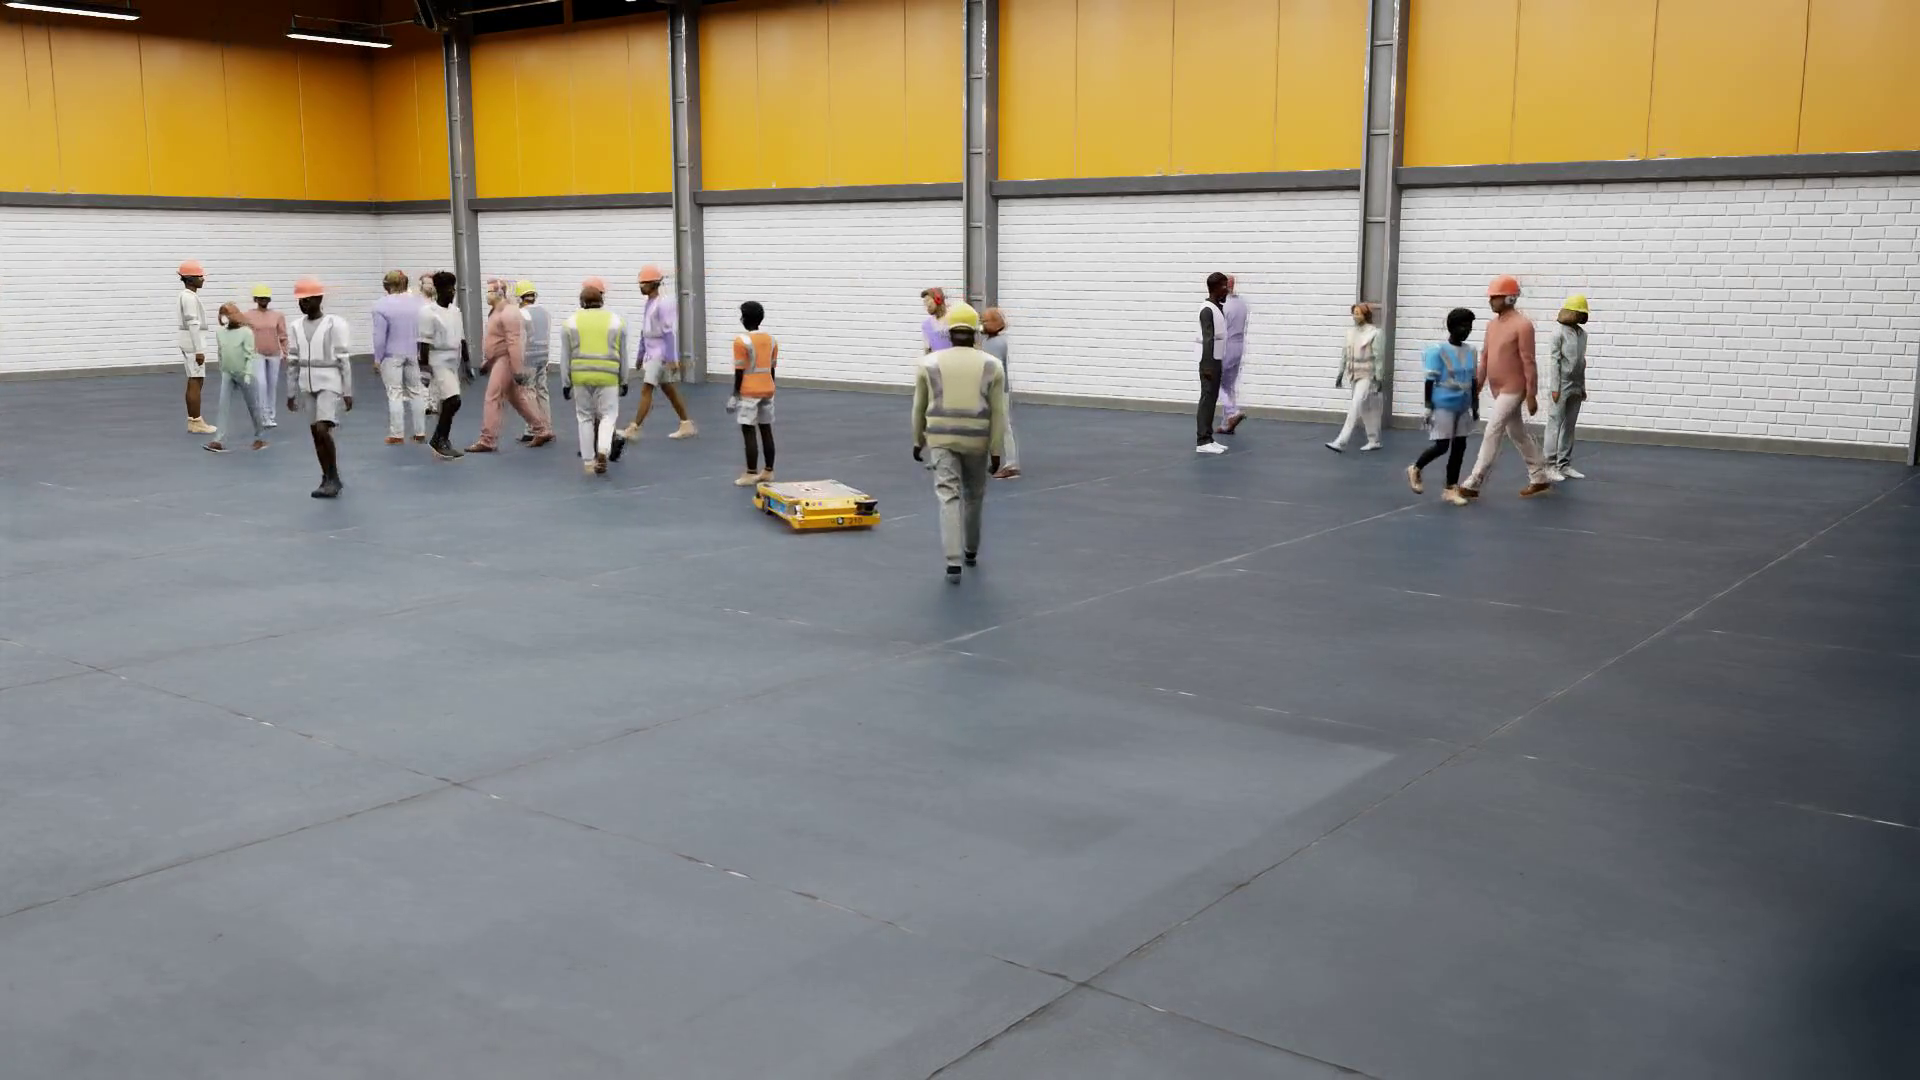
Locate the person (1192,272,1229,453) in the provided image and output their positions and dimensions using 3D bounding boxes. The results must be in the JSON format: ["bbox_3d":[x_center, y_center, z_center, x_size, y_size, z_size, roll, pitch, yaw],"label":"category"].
[{"bbox_3d":[2.687,-1.892,17.779,0.374,1.916,0.598,3,10,17],"label":"person"}]

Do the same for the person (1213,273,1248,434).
[{"bbox_3d":[3.112,-2.152,19.387,0.476,1.893,0.649,9,13,42],"label":"person"}]

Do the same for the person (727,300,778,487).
[{"bbox_3d":[-1.870,-1.327,15.137,0.318,1.696,0.540,6,12,33],"label":"person"}]

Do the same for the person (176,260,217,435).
[{"bbox_3d":[-8.976,-2.260,19.556,0.376,2.045,0.605,-6,11,-31],"label":"person"}]

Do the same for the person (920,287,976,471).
[{"bbox_3d":[-0.145,-1.555,16.199,0.790,1.790,0.637,-8,13,-39],"label":"person"}]

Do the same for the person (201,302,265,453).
[{"bbox_3d":[-7.719,-1.711,17.664,0.514,1.582,0.838,3,10,15],"label":"person"}]

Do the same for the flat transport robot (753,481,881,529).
[{"bbox_3d":[-1.167,-0.301,13.303,0.652,0.197,1.431,-4,10,-21],"label":"flat transport robot"}]

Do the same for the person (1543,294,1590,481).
[{"bbox_3d":[5.715,-1.431,15.606,0.486,1.742,0.302,-7,12,-35],"label":"person"}]

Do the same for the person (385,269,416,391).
[{"bbox_3d":[-8.646,-3.227,25.663,0.445,1.872,0.617,6,11,31],"label":"person"}]

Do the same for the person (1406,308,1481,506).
[{"bbox_3d":[4.084,-1.117,14.043,0.564,1.648,0.511,-5,11,-27],"label":"person"}]

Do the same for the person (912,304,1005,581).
[{"bbox_3d":[-0.011,-0.653,10.956,0.600,1.784,0.926,0,10,-3],"label":"person"}]

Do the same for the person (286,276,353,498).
[{"bbox_3d":[-5.556,-1.301,14.328,0.564,1.915,0.511,3,10,16],"label":"person"}]

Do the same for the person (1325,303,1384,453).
[{"bbox_3d":[4.218,-1.719,17.694,0.846,1.587,0.541,-5,11,-27],"label":"person"}]

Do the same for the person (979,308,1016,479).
[{"bbox_3d":[0.212,-1.352,15.537,0.749,1.606,0.506,-4,11,-23],"label":"person"}]

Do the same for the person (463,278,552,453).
[{"bbox_3d":[-4.880,-1.889,17.935,0.967,1.865,0.644,-4,11,-24],"label":"person"}]

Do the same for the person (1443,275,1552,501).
[{"bbox_3d":[4.701,-1.300,14.300,1.041,1.938,0.632,-1,10,-8],"label":"person"}]

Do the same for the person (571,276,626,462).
[{"bbox_3d":[-3.671,-1.739,16.949,0.831,1.911,0.561,9,13,42],"label":"person"}]

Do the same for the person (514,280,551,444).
[{"bbox_3d":[-4.810,-1.988,18.603,0.404,1.824,0.599,4,10,22],"label":"person"}]

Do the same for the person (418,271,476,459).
[{"bbox_3d":[-5.245,-1.773,17.007,0.432,1.945,0.637,2,10,11],"label":"person"}]

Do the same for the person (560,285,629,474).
[{"bbox_3d":[-3.476,-1.508,15.820,0.646,1.822,0.586,-1,10,-7],"label":"person"}]

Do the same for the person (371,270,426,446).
[{"bbox_3d":[-6.204,-2.004,18.409,0.384,1.930,0.649,8,13,39],"label":"person"}]

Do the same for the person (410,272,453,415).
[{"bbox_3d":[-6.925,-2.560,21.810,0.644,1.864,0.910,-5,11,-27],"label":"person"}]

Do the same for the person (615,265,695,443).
[{"bbox_3d":[-3.463,-2.089,18.733,1.050,1.984,0.642,-5,11,-27],"label":"person"}]

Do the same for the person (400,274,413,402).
[{"bbox_3d":[-7.989,-2.880,23.764,0.532,1.833,0.551,3,10,14],"label":"person"}]

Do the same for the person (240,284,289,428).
[{"bbox_3d":[-8.405,-2.227,20.205,0.548,1.740,0.711,-7,12,-36],"label":"person"}]
